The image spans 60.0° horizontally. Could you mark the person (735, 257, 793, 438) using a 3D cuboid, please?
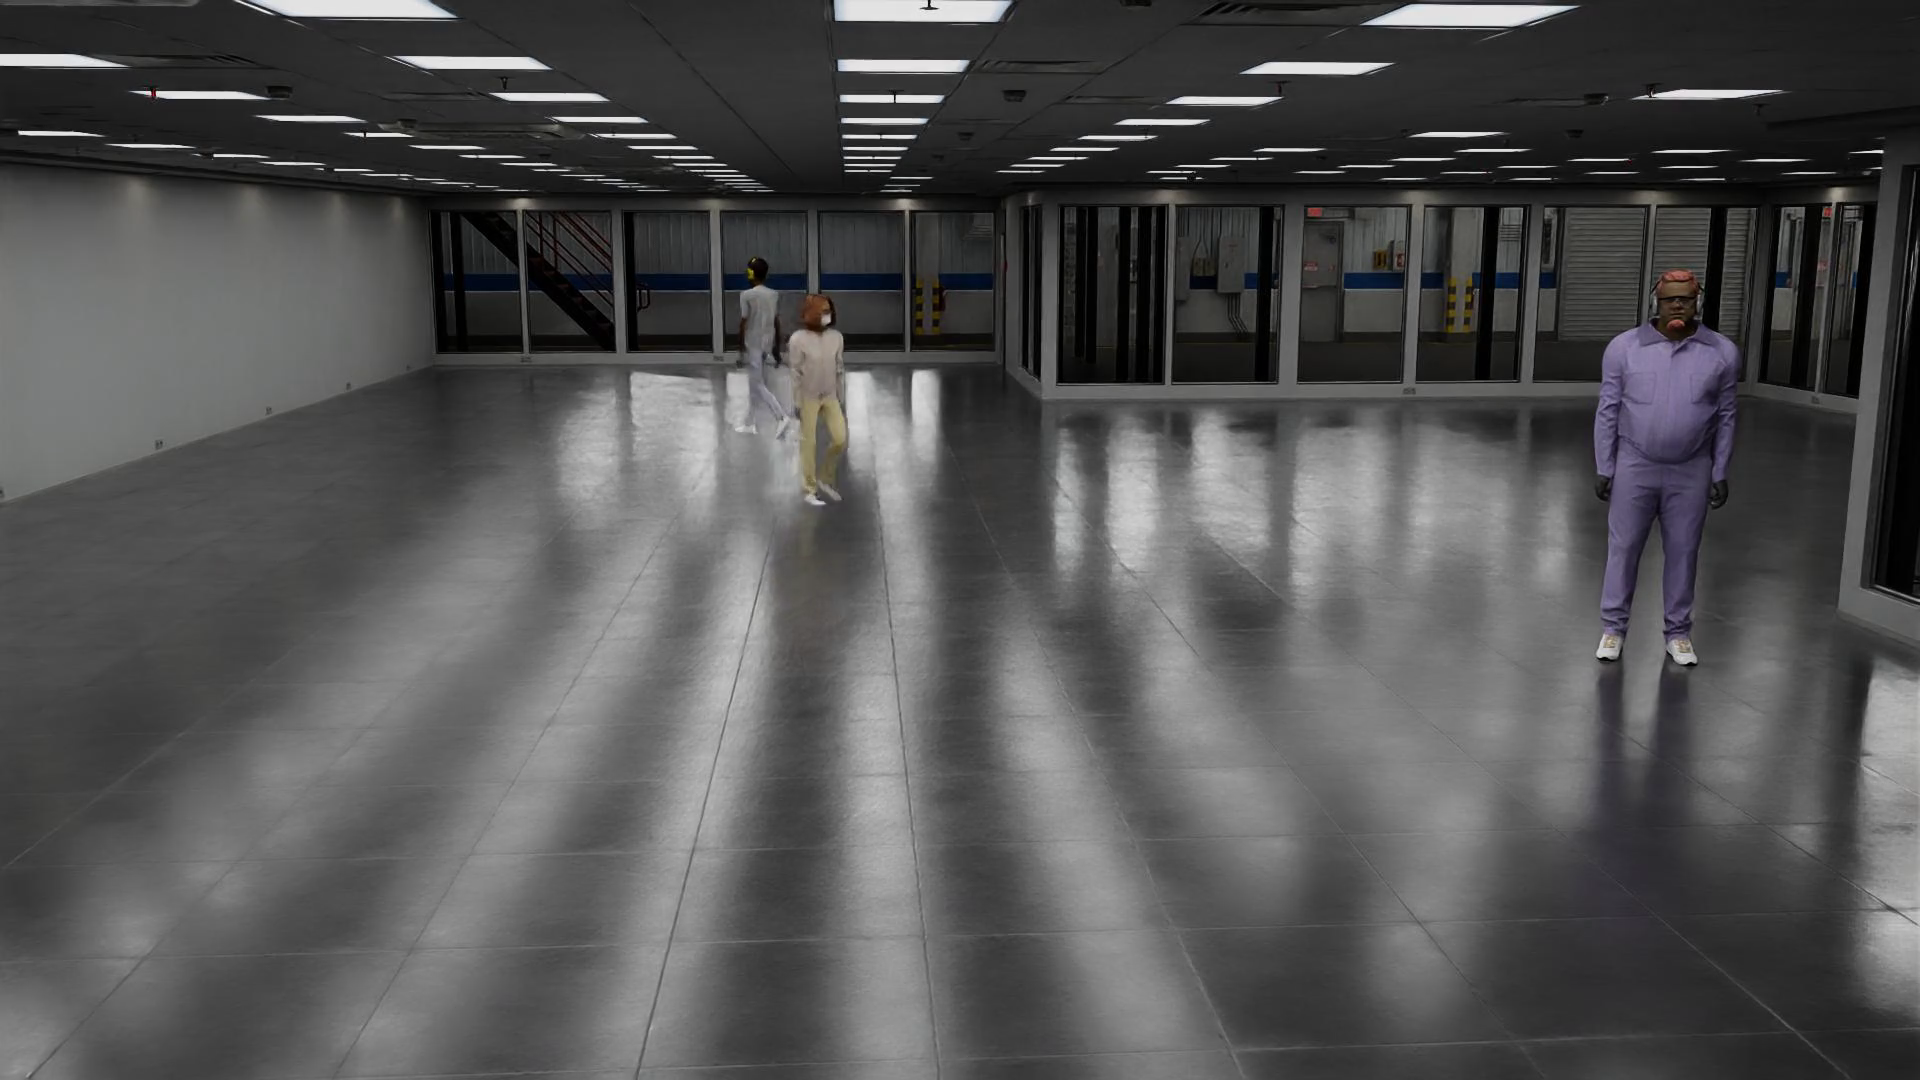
[{"bbox_3d":[-2.023,-1.960,16.957,0.880,1.839,0.527,9,14,39],"label":"person"}]

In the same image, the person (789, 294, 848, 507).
[{"bbox_3d":[-1.074,-1.054,12.631,0.513,1.619,0.364,-7,13,-35],"label":"person"}]

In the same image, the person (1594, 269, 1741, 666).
[{"bbox_3d":[3.399,-0.344,8.044,0.643,1.909,0.410,3,11,15],"label":"person"}]
